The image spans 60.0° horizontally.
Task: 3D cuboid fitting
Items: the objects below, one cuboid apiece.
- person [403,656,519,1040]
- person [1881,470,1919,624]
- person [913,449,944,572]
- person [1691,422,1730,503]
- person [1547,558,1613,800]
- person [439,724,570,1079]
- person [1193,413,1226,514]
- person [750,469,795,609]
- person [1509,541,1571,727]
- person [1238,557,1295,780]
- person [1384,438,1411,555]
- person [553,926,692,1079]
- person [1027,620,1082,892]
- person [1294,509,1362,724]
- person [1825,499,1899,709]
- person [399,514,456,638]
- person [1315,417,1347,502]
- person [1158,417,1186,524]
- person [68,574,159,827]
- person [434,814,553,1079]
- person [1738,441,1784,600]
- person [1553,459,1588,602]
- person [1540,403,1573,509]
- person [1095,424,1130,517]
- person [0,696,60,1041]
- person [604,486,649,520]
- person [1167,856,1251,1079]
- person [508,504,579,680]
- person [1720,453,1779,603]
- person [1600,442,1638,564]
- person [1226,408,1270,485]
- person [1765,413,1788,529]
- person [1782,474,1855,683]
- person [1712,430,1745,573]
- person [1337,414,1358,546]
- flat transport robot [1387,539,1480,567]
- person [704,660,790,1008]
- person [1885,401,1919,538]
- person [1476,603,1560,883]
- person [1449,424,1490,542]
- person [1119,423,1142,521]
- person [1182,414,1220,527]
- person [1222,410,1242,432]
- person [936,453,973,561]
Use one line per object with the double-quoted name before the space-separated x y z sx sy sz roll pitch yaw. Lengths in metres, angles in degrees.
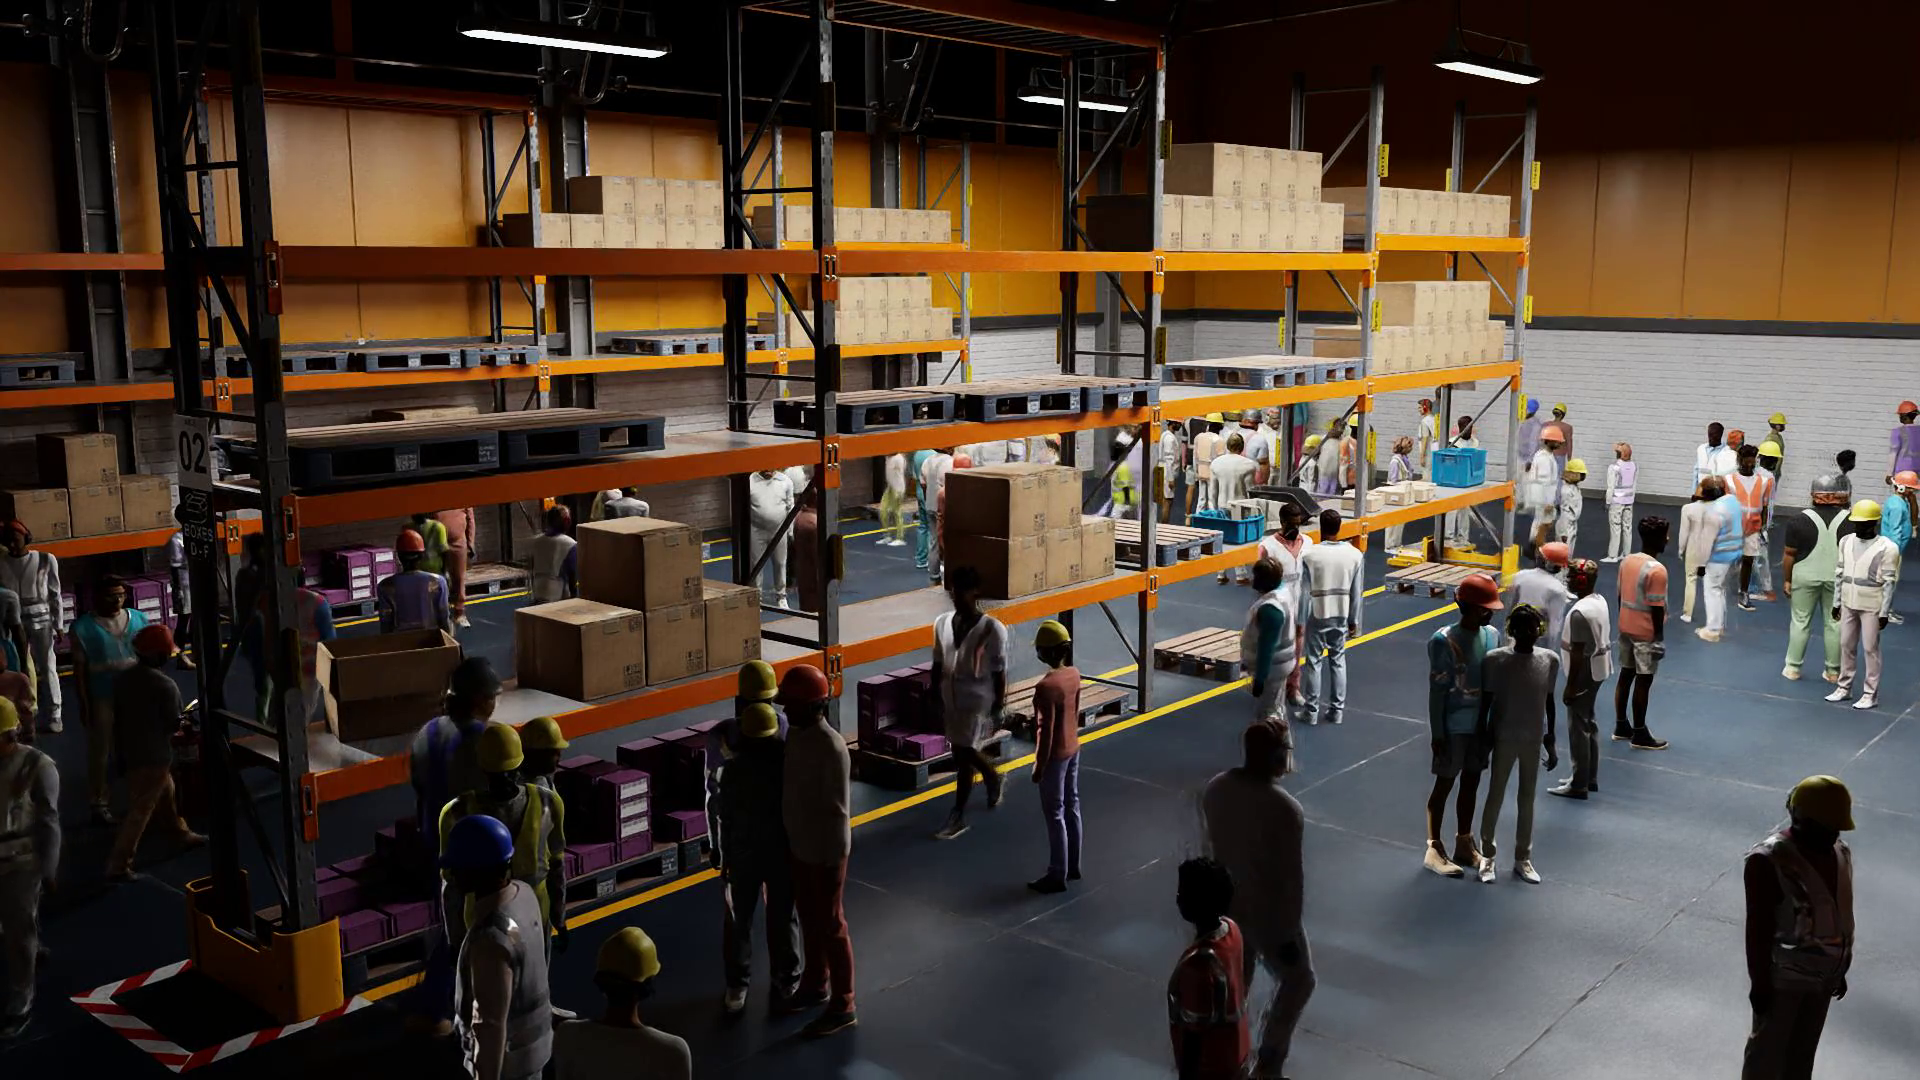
"person" -2.638 1.577 8.869 0.681 2.000 1.030 7 12 36
"person" 10.555 0.077 18.724 0.353 1.739 0.577 5 11 28
"person" -0.357 -0.529 21.879 0.399 1.899 0.648 -5 11 -28
"person" 10.189 -0.645 22.510 0.392 1.915 0.587 -5 11 -29
"person" 4.745 1.051 12.635 0.389 1.837 0.560 6 11 31
"person" -2.139 1.801 7.871 0.592 1.926 0.366 -5 11 -27
"person" 3.637 -0.914 24.087 0.381 1.923 0.591 -7 12 -37
"person" -2.228 -0.100 19.303 0.641 1.902 0.399 -2 10 -12
"person" 4.898 0.839 14.306 0.701 1.699 0.616 -6 11 -34
"person" 2.394 1.007 13.001 0.433 1.812 0.703 3 10 15
"person" 6.094 -0.612 23.166 0.317 1.631 0.518 5 11 28
"person" -1.171 2.225 5.869 0.523 1.759 0.365 2 10 11
"person" 0.603 1.391 10.799 0.326 1.767 0.533 5 11 29
"person" 3.233 0.680 14.630 0.599 1.909 0.401 -3 10 -15
"person" 8.231 0.581 15.192 0.391 1.920 0.587 -4 10 -23
"person" -5.550 0.328 17.359 0.560 1.685 0.462 2 10 11
"person" 5.381 -0.879 24.158 0.538 1.833 0.450 -1 10 -6
"person" 3.093 -0.954 24.334 0.389 1.925 0.549 1 10 4
"person" -6.152 1.144 12.083 0.392 1.836 0.561 7 12 34
"person" -1.818 2.015 6.579 0.417 1.941 0.612 0 10 -1
"person" 9.648 -0.233 20.043 0.397 1.920 0.586 2 10 11
"person" 7.310 -0.118 19.922 0.341 1.733 0.488 7 12 35
"person" 9.826 -1.387 27.424 0.535 1.755 0.342 8 12 38
"person" 2.346 -0.990 24.900 0.718 1.817 0.514 1 10 6
"person" -5.065 1.694 8.835 0.610 1.813 0.584 1 10 6
"person" -3.519 0.191 17.674 0.530 1.862 0.314 1 10 5
"person" 1.003 2.107 6.758 0.322 1.689 0.530 5 11 25
"person" -3.835 0.575 15.583 0.603 1.808 0.894 5 11 29
"person" 9.368 -0.178 19.796 0.829 1.902 0.561 3 10 16
"person" 8.910 -0.498 22.440 0.515 1.645 0.308 -5 11 -26
"person" 4.105 -0.855 23.390 0.537 2.000 0.679 -9 13 -42
"person" 12.450 -1.062 25.447 0.311 1.768 0.532 9 13 42
"person" 8.336 0.359 16.139 0.679 2.000 0.535 3 10 18
"person" 10.113 -0.514 21.866 0.344 1.877 0.573 -6 11 -30
"person" 5.607 -0.846 23.716 0.399 1.918 0.583 9 13 44
"flat transport robot" 6.407 0.183 22.466 0.652 0.197 1.431 9 13 42
"person" -1.098 1.593 9.111 0.586 1.928 0.364 -3 10 -20
"person" 13.868 -1.026 24.450 0.606 2.036 0.406 -3 10 -17
"person" 3.655 1.325 10.888 0.535 1.868 0.309 0 10 2
"person" 7.338 -0.813 24.084 0.592 1.727 0.575 5 11 28
"person" 2.512 -0.865 24.061 0.514 1.844 0.354 3 10 19
"person" 3.689 -1.193 25.450 0.619 2.029 0.409 5 11 29
"person" 4.499 -1.367 27.378 0.492 1.729 0.324 4 10 24
"person" 0.045 0.032 18.268 0.614 1.987 0.408 0 10 -1
